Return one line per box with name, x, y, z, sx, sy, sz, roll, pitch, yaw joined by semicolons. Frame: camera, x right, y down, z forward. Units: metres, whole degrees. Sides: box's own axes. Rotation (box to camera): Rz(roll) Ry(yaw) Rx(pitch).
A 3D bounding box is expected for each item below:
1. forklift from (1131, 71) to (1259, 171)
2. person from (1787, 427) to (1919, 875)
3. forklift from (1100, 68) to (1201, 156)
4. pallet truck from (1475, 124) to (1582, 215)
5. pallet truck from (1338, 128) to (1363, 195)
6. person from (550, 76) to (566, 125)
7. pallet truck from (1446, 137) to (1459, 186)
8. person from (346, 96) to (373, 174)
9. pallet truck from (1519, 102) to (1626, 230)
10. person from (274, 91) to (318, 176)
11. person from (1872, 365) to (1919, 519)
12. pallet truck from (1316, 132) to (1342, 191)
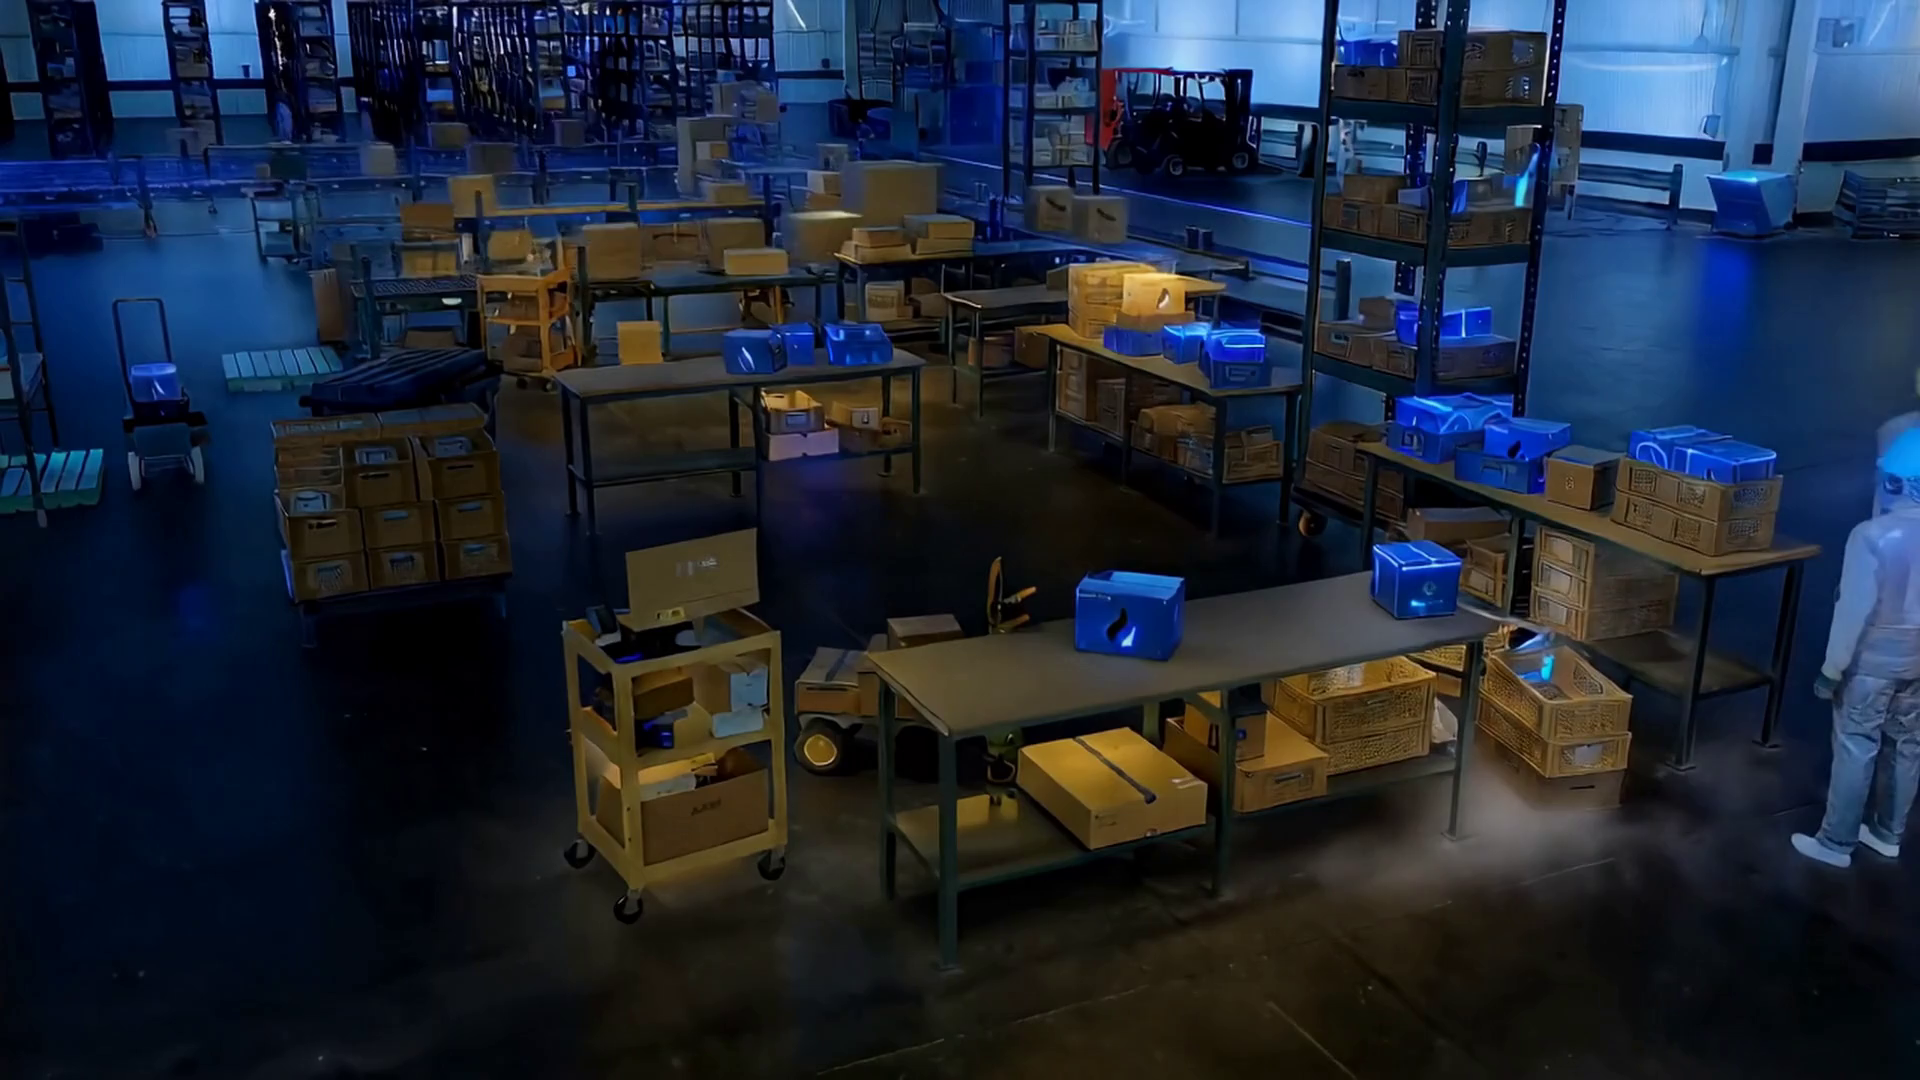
forklift;4.998;-8.936;35.413;2.680;1.987;1.157;-9;20;-25
person;3.670;0.452;6.611;0.590;1.833;0.404;-5;18;-16
forklift;4.082;-9.564;37.410;2.680;1.987;1.157;-8;19;-23
pallet truck;9.707;-6.455;28.103;1.885;1.965;0.823;-7;19;-20
pallet truck;7.845;-7.140;31.411;1.522;1.261;0.704;-9;20;-25
person;-11.036;-11.935;45.394;0.627;1.973;0.653;-7;19;-20
pallet truck;9.184;-6.485;29.328;1.630;1.274;0.653;-8;19;-23
person;-12.228;-8.218;34.093;0.867;1.731;0.534;-4;18;-11
pallet truck;9.972;-6.037;26.785;1.885;1.965;0.823;-9;20;-25
person;-14.029;-8.464;34.768;0.955;1.792;0.568;-4;18;-13
person;4.611;0.046;7.812;0.627;1.880;0.815;2;18;6
pallet truck;7.723;-7.504;32.656;1.601;1.201;0.680;-8;19;-23
